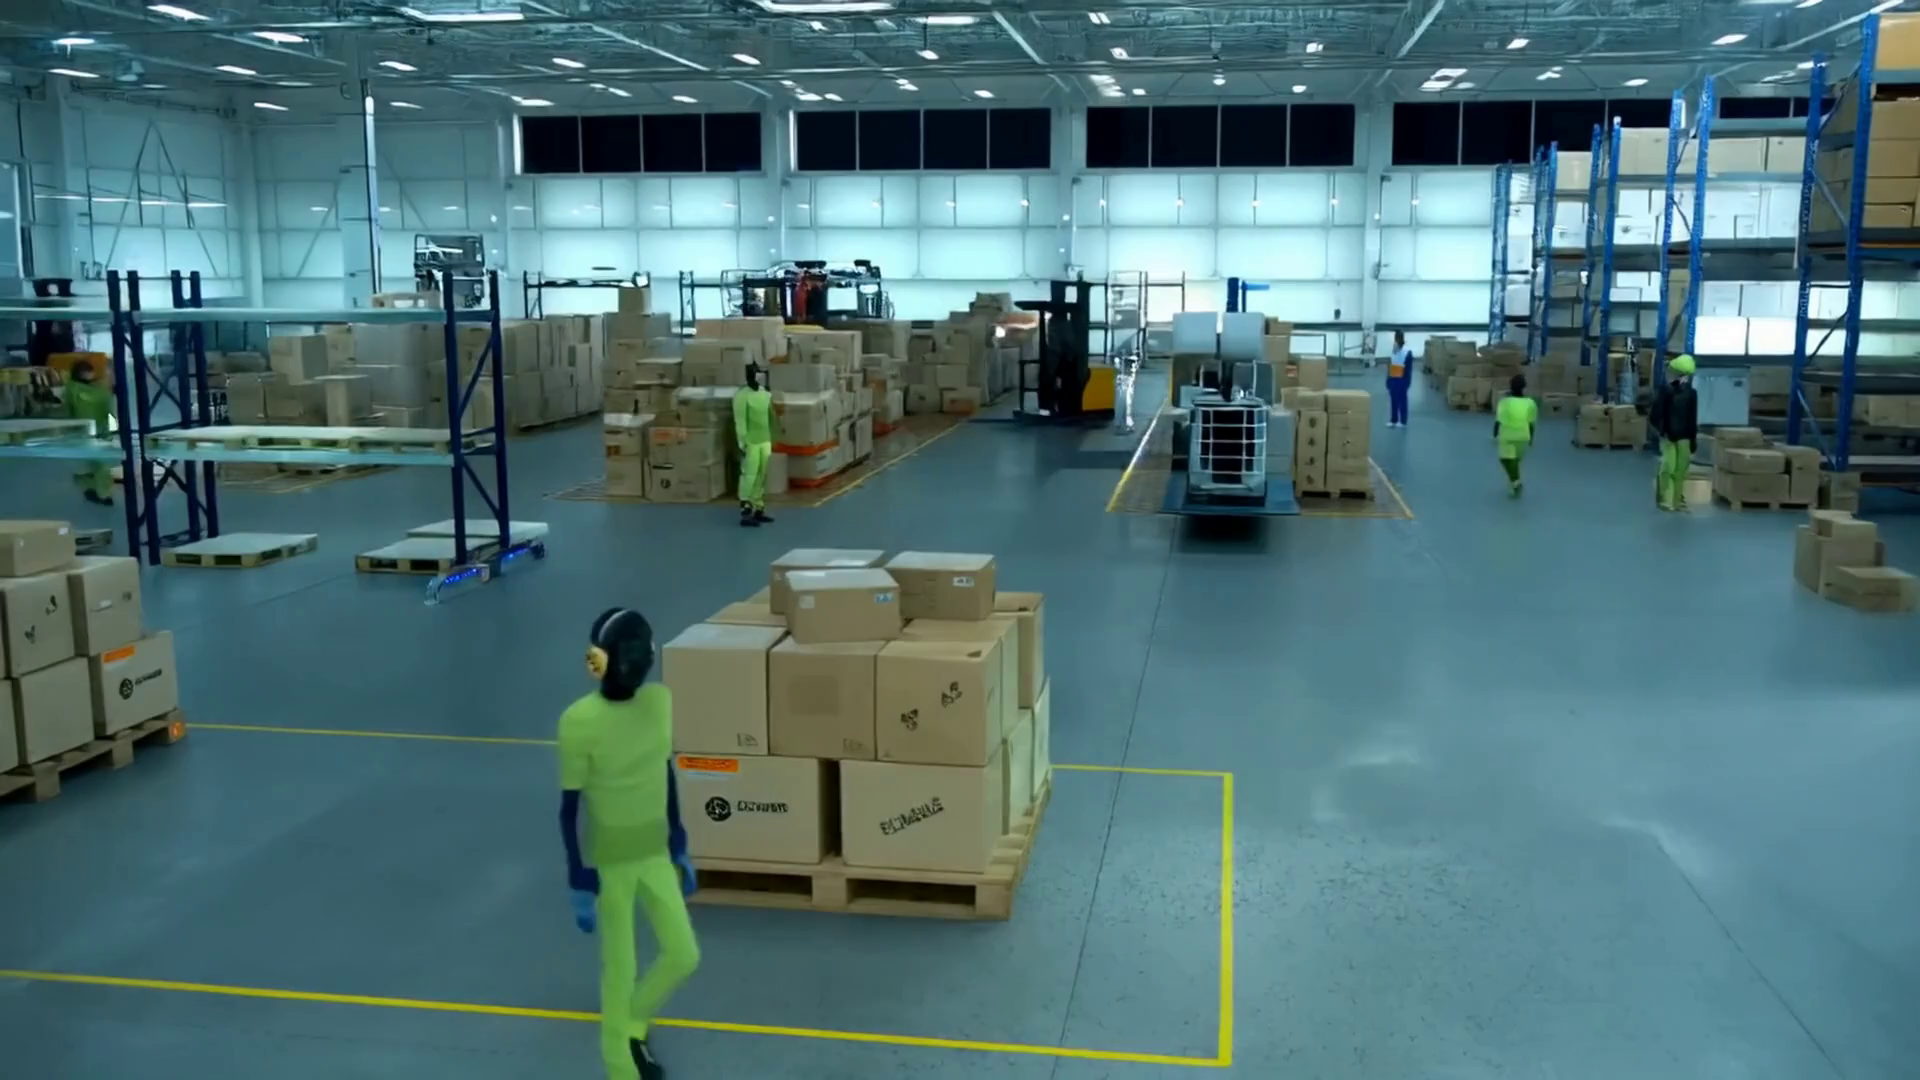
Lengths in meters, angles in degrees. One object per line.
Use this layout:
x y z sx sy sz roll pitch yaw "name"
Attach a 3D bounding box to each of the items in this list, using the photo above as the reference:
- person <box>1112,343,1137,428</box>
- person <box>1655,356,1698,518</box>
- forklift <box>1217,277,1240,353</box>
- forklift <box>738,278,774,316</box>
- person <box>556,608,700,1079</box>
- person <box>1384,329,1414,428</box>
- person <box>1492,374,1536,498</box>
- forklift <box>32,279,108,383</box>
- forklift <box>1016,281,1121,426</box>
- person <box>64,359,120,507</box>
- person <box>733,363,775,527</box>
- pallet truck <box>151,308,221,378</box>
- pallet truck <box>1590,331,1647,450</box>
3.183 -2.991 32.174 0.515 1.641 0.308 -3 10 -15 "person"
8.835 -1.267 20.456 0.382 1.995 0.612 -3 10 -19 "person"
7.917 -6.232 48.348 1.873 2.768 1.129 1 9 9 "forklift"
-5.447 -5.613 44.531 1.129 2.768 1.873 -8 12 -39 "forklift"
-1.168 1.154 5.940 0.375 1.851 0.563 9 13 43 "person"
8.469 -3.104 32.053 0.397 1.911 0.587 -6 11 -31 "person"
7.359 -1.352 21.950 0.538 1.674 0.692 -1 9 -7 "person"
-21.349 -4.766 39.306 1.873 2.768 1.129 1 9 9 "forklift"
2.190 -3.715 32.823 1.873 2.768 1.129 -6 11 -34 "forklift"
-11.134 -1.378 21.441 0.694 1.899 0.699 6 11 31 "person"
-2.445 -1.136 19.815 0.362 1.939 0.636 5 10 26 "person"
-21.869 -5.598 47.154 0.823 1.965 1.885 4 10 26 "pallet truck"
11.253 -2.573 28.499 0.823 1.965 1.885 5 10 27 "pallet truck"
